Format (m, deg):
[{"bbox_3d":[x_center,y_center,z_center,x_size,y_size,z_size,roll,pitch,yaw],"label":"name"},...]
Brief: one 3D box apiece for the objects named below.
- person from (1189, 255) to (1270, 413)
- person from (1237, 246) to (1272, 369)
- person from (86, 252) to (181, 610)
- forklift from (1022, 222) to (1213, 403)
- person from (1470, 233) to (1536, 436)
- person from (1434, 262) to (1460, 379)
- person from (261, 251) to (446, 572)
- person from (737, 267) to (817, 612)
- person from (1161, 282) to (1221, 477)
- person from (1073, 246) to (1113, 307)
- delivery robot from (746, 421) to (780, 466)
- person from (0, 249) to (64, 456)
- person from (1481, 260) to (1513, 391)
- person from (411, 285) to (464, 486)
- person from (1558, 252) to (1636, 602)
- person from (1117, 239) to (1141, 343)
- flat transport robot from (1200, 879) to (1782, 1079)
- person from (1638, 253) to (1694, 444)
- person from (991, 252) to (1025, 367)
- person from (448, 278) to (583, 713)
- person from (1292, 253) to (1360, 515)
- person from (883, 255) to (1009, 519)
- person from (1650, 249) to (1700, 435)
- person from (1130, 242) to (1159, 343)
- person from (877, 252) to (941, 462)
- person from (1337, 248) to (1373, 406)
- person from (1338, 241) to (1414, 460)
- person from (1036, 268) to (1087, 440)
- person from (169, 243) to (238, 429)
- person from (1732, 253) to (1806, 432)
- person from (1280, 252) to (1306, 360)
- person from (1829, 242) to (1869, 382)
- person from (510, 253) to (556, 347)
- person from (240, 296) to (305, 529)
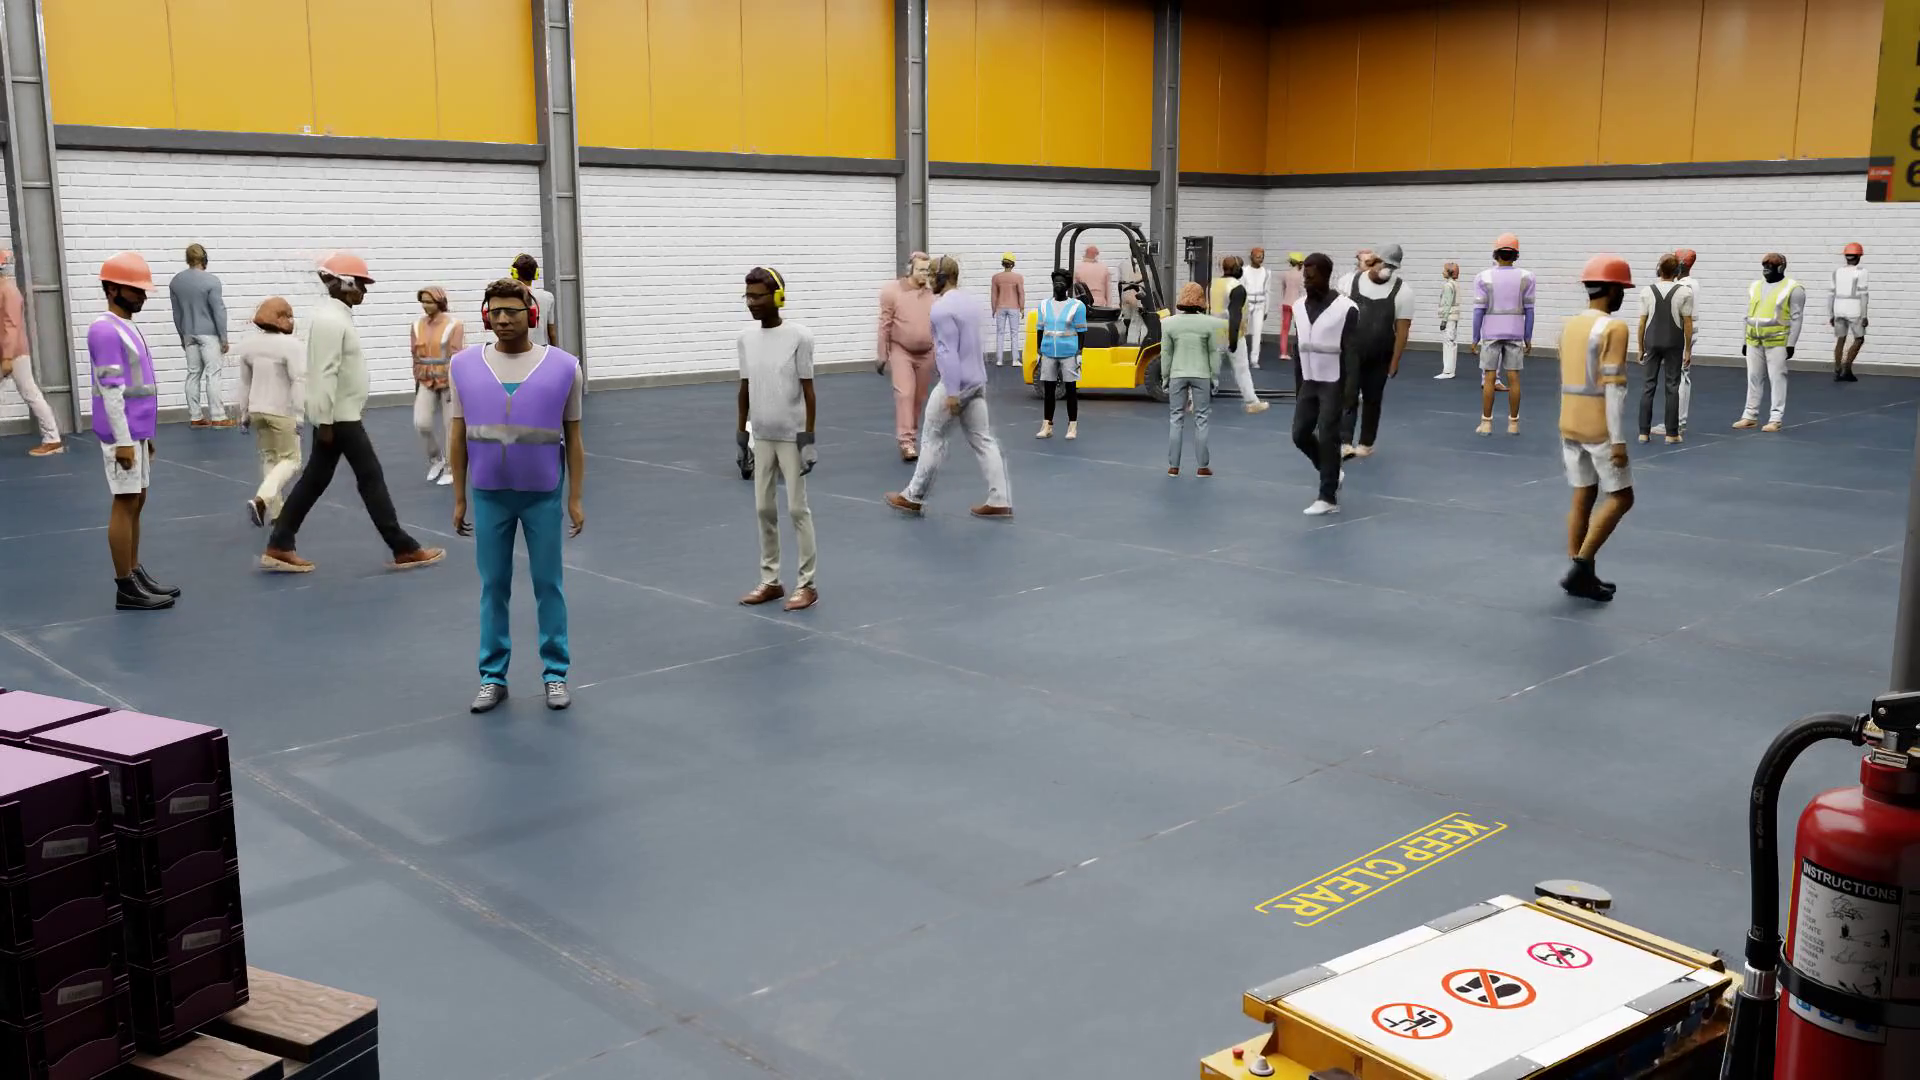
[{"bbox_3d":[3.046,-2.324,18.899,0.969,1.800,0.641,-4,11,-22],"label":"person"},{"bbox_3d":[4.440,-3.548,25.387,0.588,1.861,0.742,-1,10,-7],"label":"person"},{"bbox_3d":[-4.498,-0.587,9.053,0.374,1.929,0.542,-3,11,-16],"label":"person"},{"bbox_3d":[1.935,-2.847,20.651,2.313,2.155,1.214,2,11,13],"label":"forklift"},{"bbox_3d":[5.476,-2.069,16.814,0.605,2.045,0.378,2,11,9],"label":"person"},{"bbox_3d":[6.907,-3.094,23.496,0.307,1.645,0.519,5,12,27],"label":"person"},{"bbox_3d":[-3.742,-0.760,9.999,1.056,1.934,0.634,-4,11,-20],"label":"person"},{"bbox_3d":[-0.994,-0.540,9.017,0.519,1.856,0.332,6,12,29],"label":"person"},{"bbox_3d":[1.930,-1.338,13.953,0.500,1.633,0.285,2,11,13],"label":"person"},{"bbox_3d":[1.965,-3.495,25.124,0.677,1.866,0.673,-3,11,-14],"label":"person"},{"bbox_3d":[-1.647,-0.874,14.109,0.477,0.478,0.707,-3,11,-15],"label":"delivery robot"},{"bbox_3d":[-8.661,-1.682,14.997,0.647,1.935,1.044,7,12,33],"label":"person"},{"bbox_3d":[7.068,-2.900,21.730,0.401,1.904,0.651,1,10,5],"label":"person"},{"bbox_3d":[-4.216,-1.243,13.449,0.506,1.621,0.364,2,11,13],"label":"person"},{"bbox_3d":[3.526,-0.612,9.180,0.415,1.925,0.606,-2,11,-11],"label":"person"},{"bbox_3d":[2.878,-3.993,27.523,0.364,1.962,0.613,-9,14,-41],"label":"person"},{"bbox_3d":[1.328,1.158,4.060,1.431,0.197,0.652,-8,13,-36],"label":"flat transport robot"},{"bbox_3d":[6.841,-1.849,16.162,0.508,1.847,0.345,7,12,33],"label":"person"},{"bbox_3d":[0.745,-3.549,25.650,0.534,1.765,0.324,3,11,16],"label":"person"},{"bbox_3d":[-1.882,-0.190,7.113,0.564,1.846,0.390,-1,10,-7],"label":"person"},{"bbox_3d":[2.671,-1.135,12.115,0.498,1.901,0.617,-8,13,-36],"label":"person"},{"bbox_3d":[-0.086,-1.088,11.936,0.993,1.877,0.637,5,11,25],"label":"person"},{"bbox_3d":[7.323,-2.014,16.967,0.355,1.880,0.575,8,13,35],"label":"person"},{"bbox_3d":[3.087,-3.831,26.809,0.776,1.897,0.605,0,10,-1],"label":"person"},{"bbox_3d":[-0.371,-1.625,14.877,0.657,1.862,0.908,-4,11,-21],"label":"person"},{"bbox_3d":[4.843,-2.578,20.054,0.643,1.880,0.880,-2,11,-9],"label":"person"},{"bbox_3d":[3.657,-1.720,14.923,0.761,2.000,0.908,3,11,18],"label":"person"},{"bbox_3d":[0.993,-1.840,16.510,0.537,1.700,0.318,4,11,23],"label":"person"},{"bbox_3d":[-7.915,-2.120,17.387,0.630,1.938,0.372,3,11,16],"label":"person"},{"bbox_3d":[8.376,-2.043,17.227,0.430,1.844,0.624,-6,12,-29],"label":"person"},{"bbox_3d":[5.485,-3.796,27.040,0.705,1.739,0.546,-7,13,-35],"label":"person"},{"bbox_3d":[12.283,-3.138,22.958,0.398,1.932,0.579,-5,12,-26],"label":"person"},{"bbox_3d":[-3.681,-1.498,14.183,0.312,1.869,0.538,10,14,43],"label":"person"},{"bbox_3d":[-4.702,-0.840,11.279,0.526,1.611,0.535,4,11,20],"label":"person"}]
